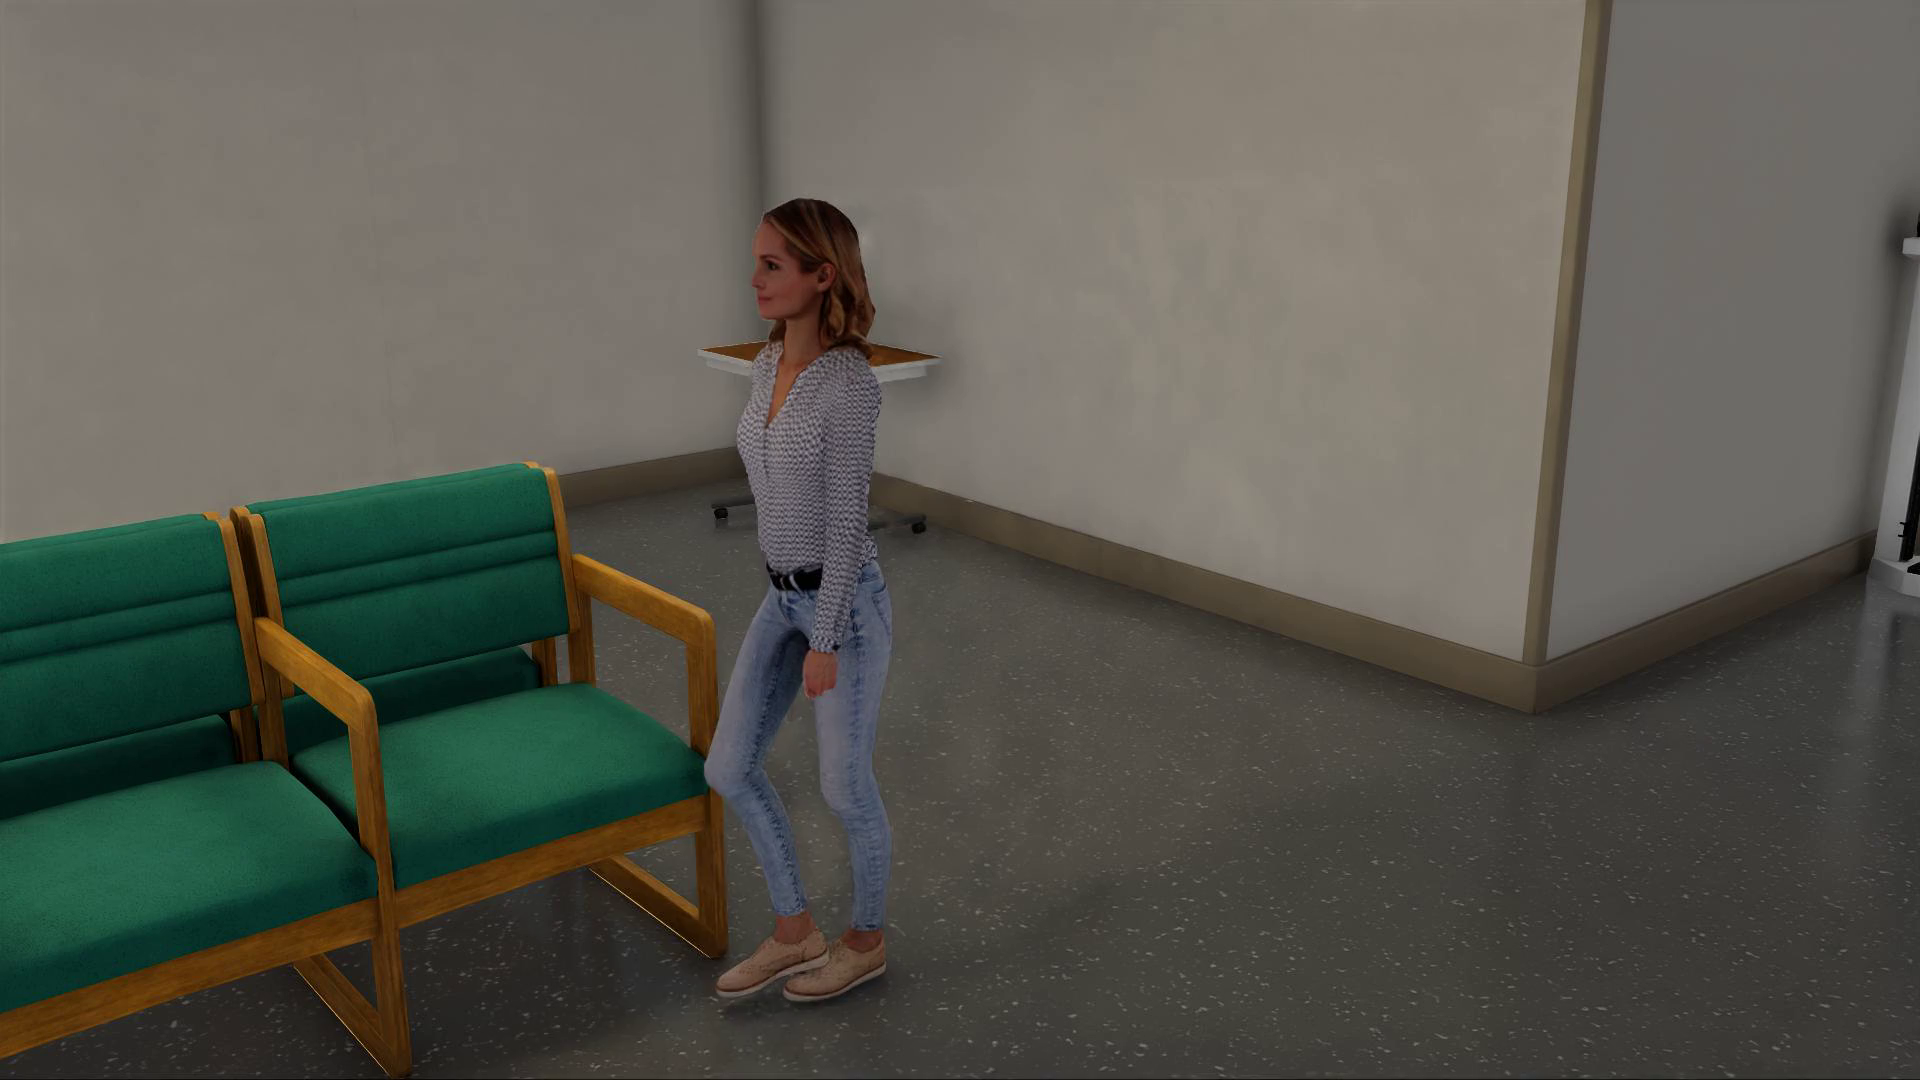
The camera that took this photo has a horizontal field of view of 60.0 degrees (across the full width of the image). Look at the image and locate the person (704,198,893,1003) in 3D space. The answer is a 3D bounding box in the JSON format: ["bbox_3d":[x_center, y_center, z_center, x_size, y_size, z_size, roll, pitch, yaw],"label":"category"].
[{"bbox_3d":[-0.230,0.171,3.598,0.701,1.782,0.589,-11,19,-33],"label":"person"}]
